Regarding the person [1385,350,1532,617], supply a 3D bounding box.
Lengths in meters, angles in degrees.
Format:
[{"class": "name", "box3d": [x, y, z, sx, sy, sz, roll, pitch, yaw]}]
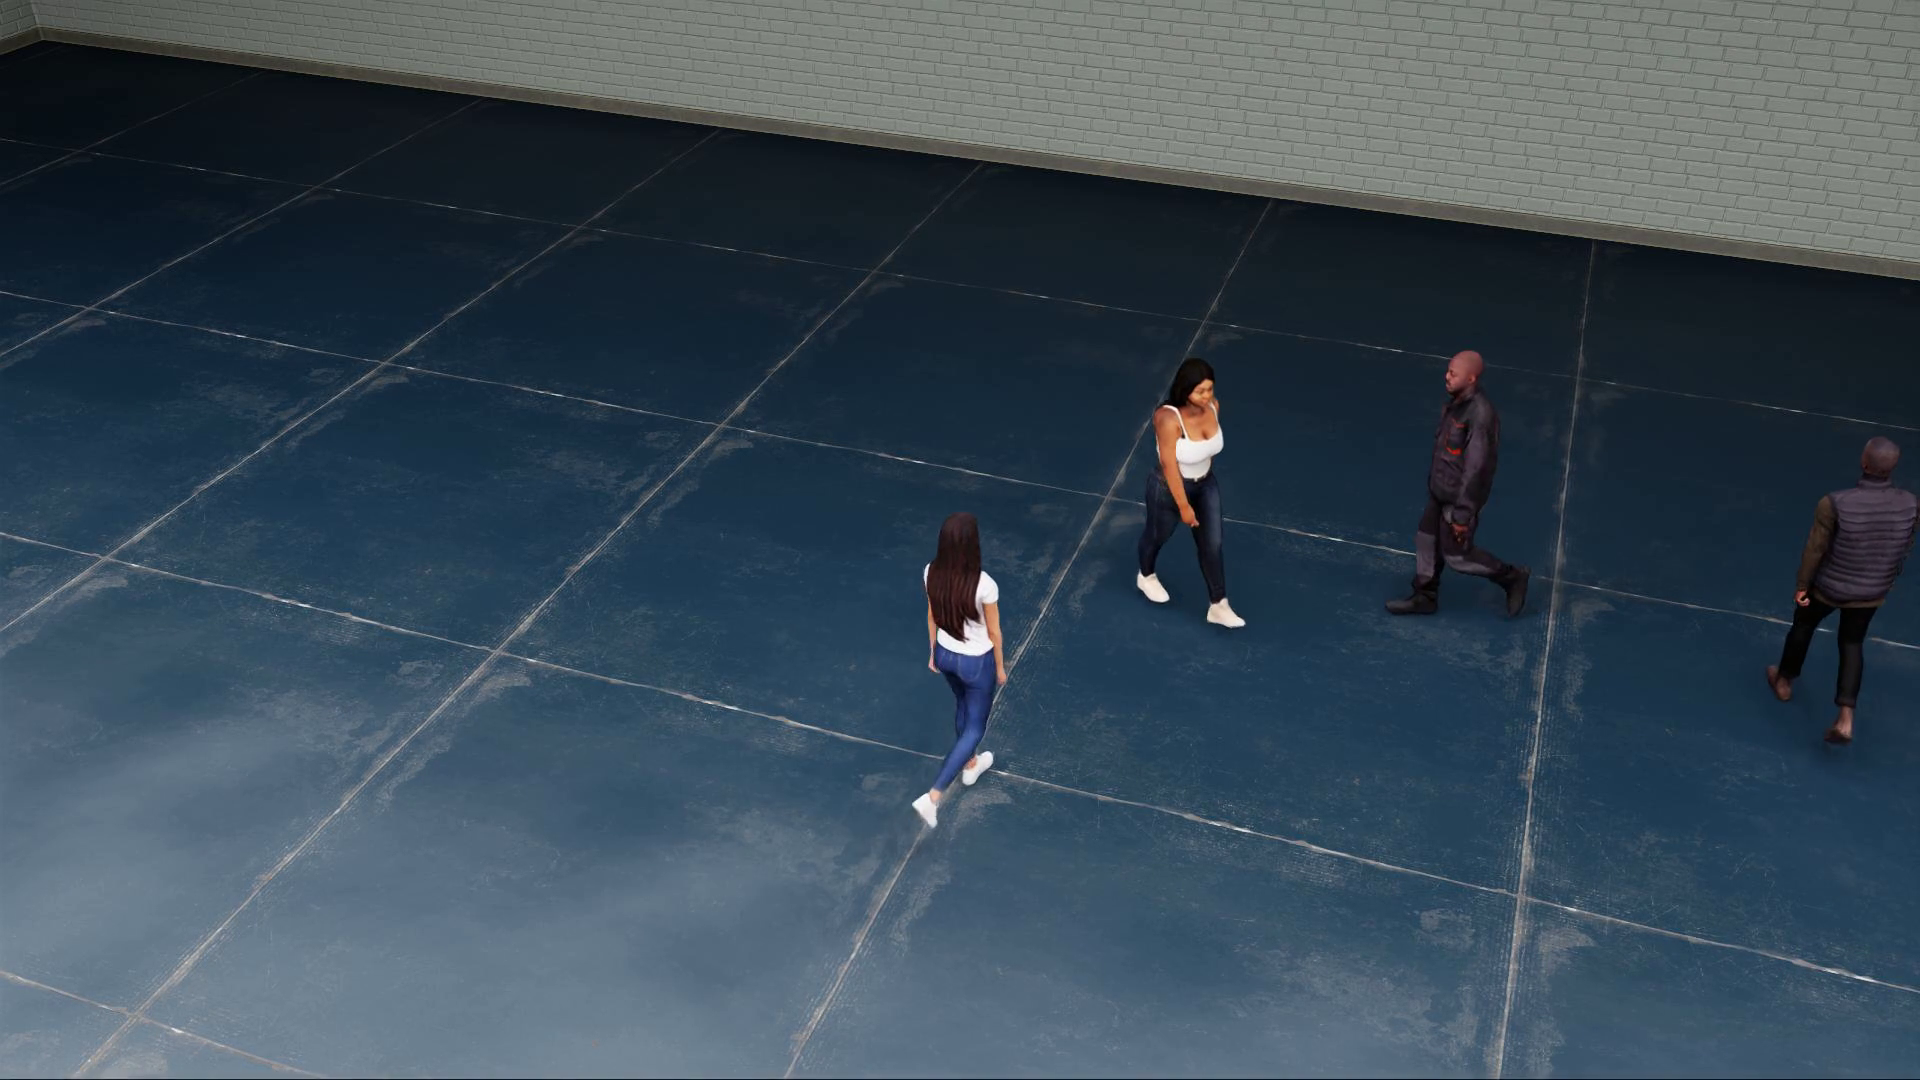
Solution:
[{"class": "person", "box3d": [3.083, -0.290, 9.936, 1.064, 1.792, 1.132, -5, 33, -7]}]

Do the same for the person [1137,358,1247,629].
[{"class": "person", "box3d": [1.261, -0.338, 10.028, 1.098, 1.772, 1.109, -19, 38, -27]}]

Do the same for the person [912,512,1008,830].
[{"class": "person", "box3d": [-0.024, 0.684, 8.474, 0.809, 1.753, 1.104, 23, 39, 31]}]

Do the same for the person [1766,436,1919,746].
[{"class": "person", "box3d": [4.838, 0.290, 9.024, 0.791, 1.812, 1.116, 6, 34, 9]}]
